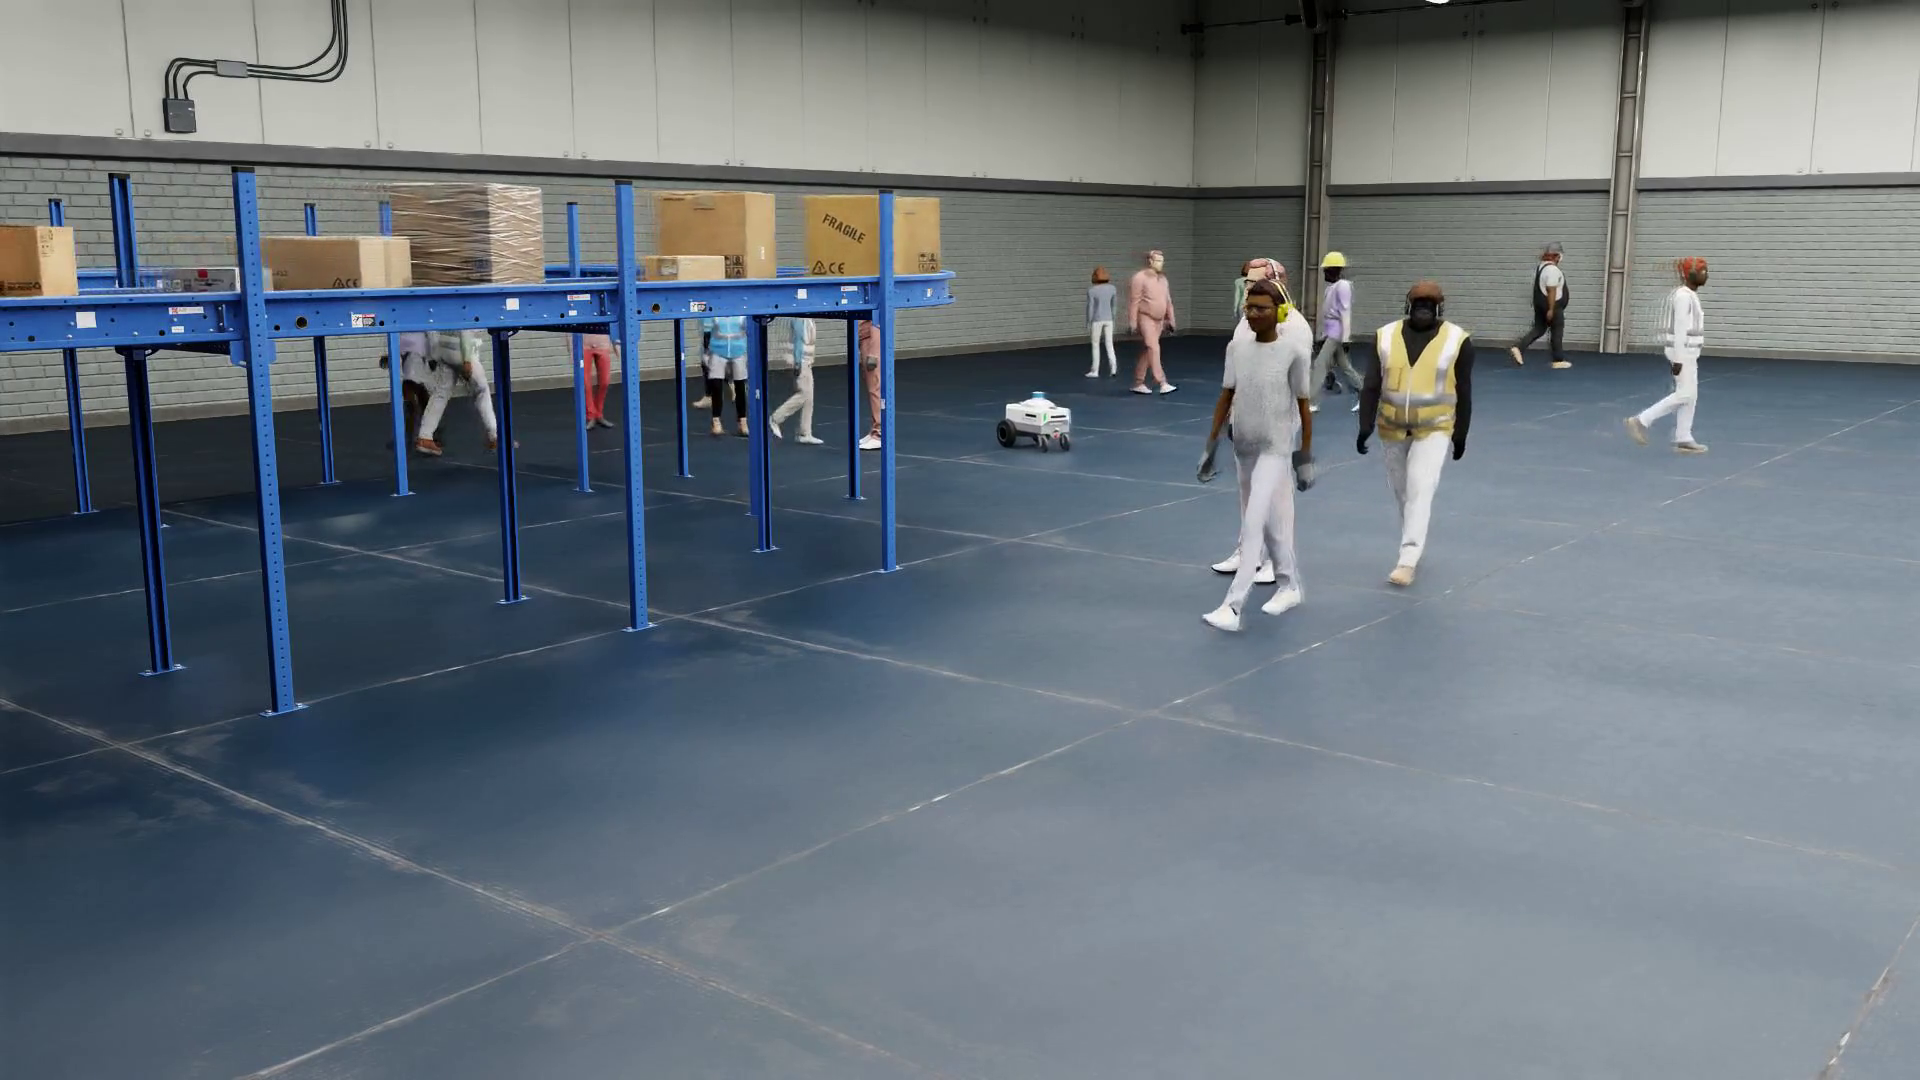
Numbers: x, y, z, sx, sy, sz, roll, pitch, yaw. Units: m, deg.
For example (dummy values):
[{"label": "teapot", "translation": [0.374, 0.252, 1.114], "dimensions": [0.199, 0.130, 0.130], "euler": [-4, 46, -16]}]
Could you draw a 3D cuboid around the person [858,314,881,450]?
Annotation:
[{"label": "person", "translation": [-0.872, -1.838, 16.155], "dimensions": [0.401, 1.910, 0.642], "euler": [0, 10, -3]}]

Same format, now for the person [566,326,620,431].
[{"label": "person", "translation": [-3.930, -2.048, 17.806], "dimensions": [0.557, 1.729, 0.524], "euler": [-3, 11, -17]}]

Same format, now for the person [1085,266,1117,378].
[{"label": "person", "translation": [2.083, -3.217, 24.583], "dimensions": [0.502, 1.643, 0.309], "euler": [-5, 11, -25]}]

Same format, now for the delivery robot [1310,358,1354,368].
[{"label": "delivery robot", "translation": [4.991, -2.440, 22.372], "dimensions": [0.335, 0.223, 0.698], "euler": [-6, 12, -30]}]

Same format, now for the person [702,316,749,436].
[{"label": "person", "translation": [-2.376, -1.911, 17.176], "dimensions": [0.591, 1.680, 0.350], "euler": [-2, 10, -13]}]

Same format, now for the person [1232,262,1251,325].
[{"label": "person", "translation": [4.995, -4.006, 28.923], "dimensions": [0.509, 1.632, 0.265], "euler": [-1, 10, -3]}]

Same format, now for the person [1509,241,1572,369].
[{"label": "person", "translation": [9.269, -3.736, 26.415], "dimensions": [0.874, 2.000, 0.677], "euler": [-1, 10, -5]}]

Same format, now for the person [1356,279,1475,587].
[{"label": "person", "translation": [2.766, -0.682, 10.075], "dimensions": [0.627, 1.802, 0.970], "euler": [6, 12, 31]}]

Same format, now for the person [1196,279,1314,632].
[{"label": "person", "translation": [1.569, -0.458, 8.768], "dimensions": [0.995, 1.817, 0.517], "euler": [-9, 14, -41]}]

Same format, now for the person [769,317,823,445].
[{"label": "person", "translation": [-1.627, -1.748, 16.437], "dimensions": [0.481, 1.614, 0.546], "euler": [1, 10, 4]}]

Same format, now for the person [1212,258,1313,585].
[{"label": "person", "translation": [1.782, -0.707, 9.885], "dimensions": [0.404, 1.911, 0.636], "euler": [-5, 11, -24]}]

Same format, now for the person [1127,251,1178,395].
[{"label": "person", "translation": [2.592, -2.816, 21.657], "dimensions": [0.920, 1.864, 0.683], "euler": [9, 14, 42]}]

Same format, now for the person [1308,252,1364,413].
[{"label": "person", "translation": [4.442, -2.442, 19.548], "dimensions": [0.975, 1.886, 0.596], "euler": [0, 10, 1]}]

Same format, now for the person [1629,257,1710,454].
[{"label": "person", "translation": [6.837, -1.763, 15.878], "dimensions": [0.615, 1.868, 0.583], "euler": [6, 12, 28]}]

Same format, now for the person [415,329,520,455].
[{"label": "person", "translation": [-4.710, -1.736, 15.645], "dimensions": [0.994, 1.892, 0.651], "euler": [-8, 13, -39]}]

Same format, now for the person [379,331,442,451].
[{"label": "person", "translation": [-5.337, -1.808, 15.949], "dimensions": [0.545, 1.909, 0.848], "euler": [8, 13, 38]}]

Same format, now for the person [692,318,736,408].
[{"label": "person", "translation": [-2.942, -2.422, 20.001], "dimensions": [0.554, 1.680, 0.552], "euler": [-1, 10, -5]}]

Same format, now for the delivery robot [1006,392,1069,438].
[{"label": "delivery robot", "translation": [0.758, -1.208, 16.268], "dimensions": [0.477, 0.478, 0.707], "euler": [-6, 12, -32]}]
